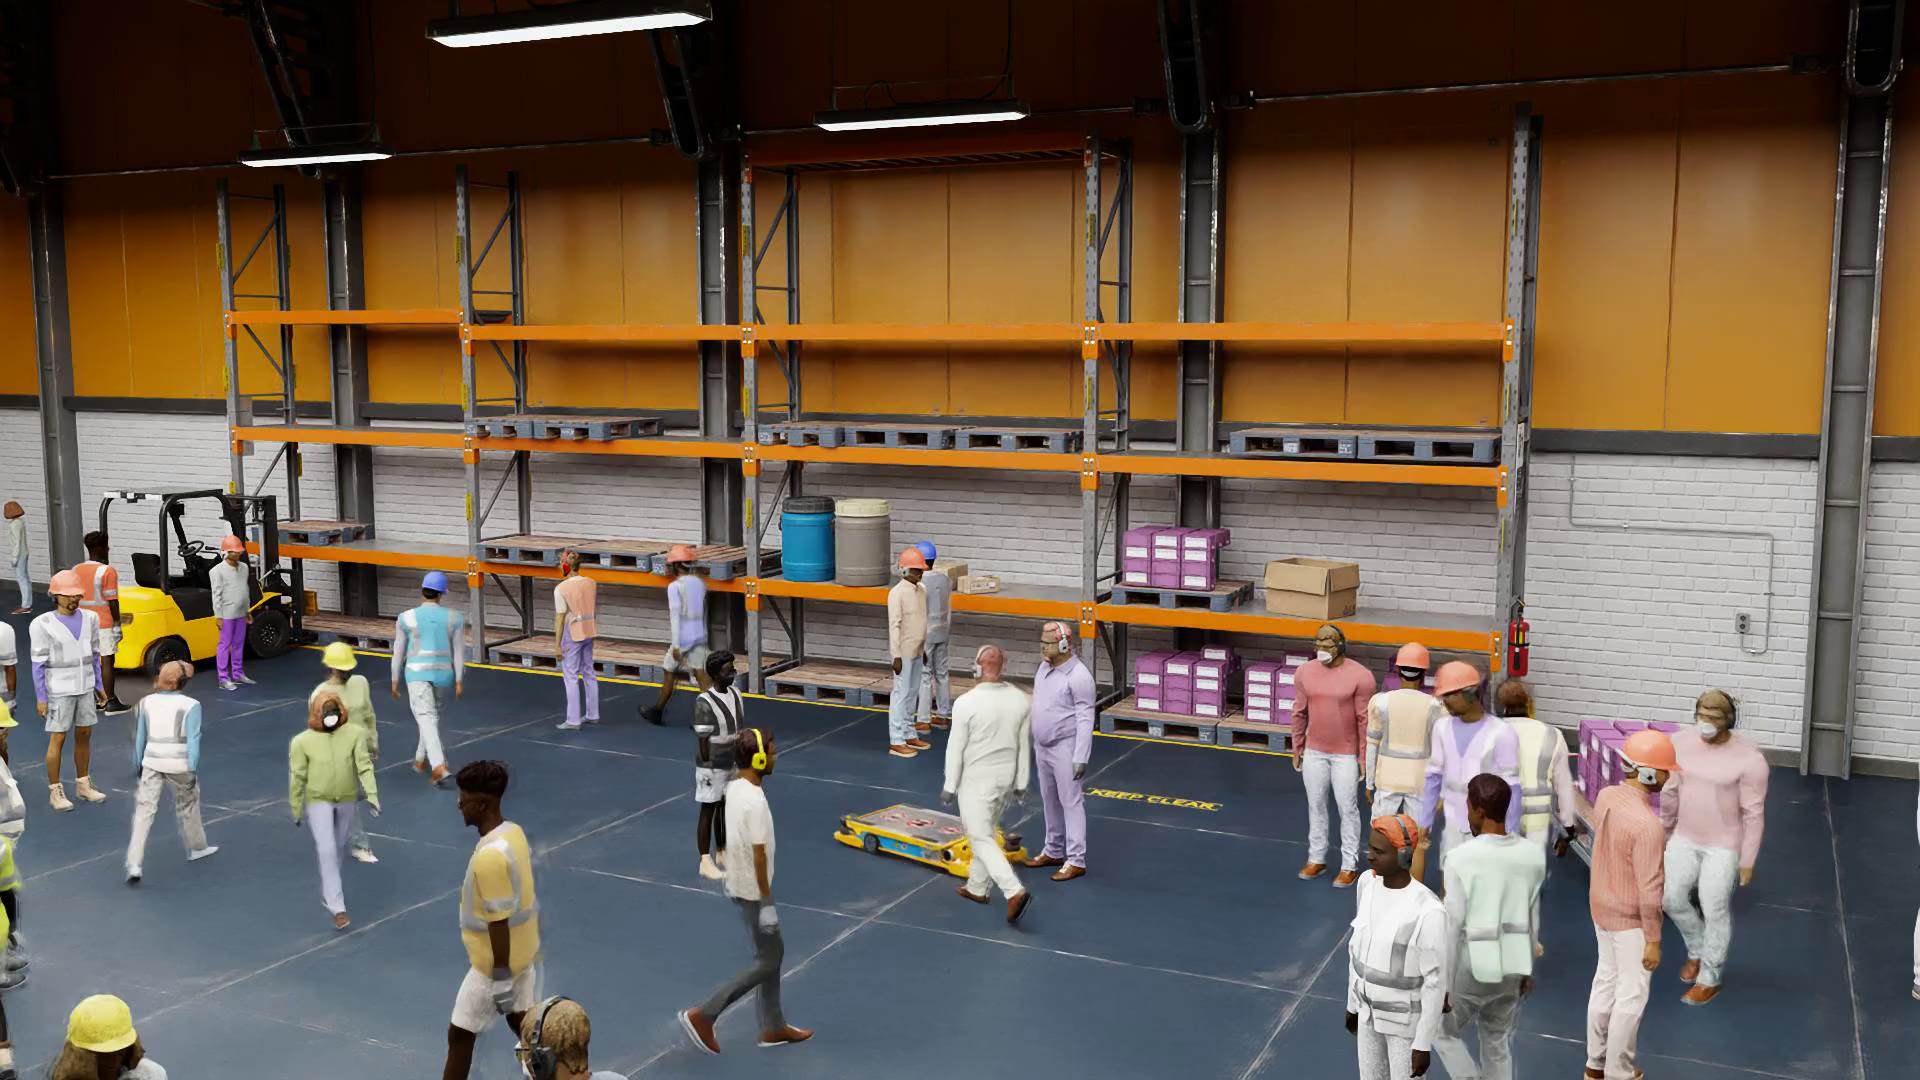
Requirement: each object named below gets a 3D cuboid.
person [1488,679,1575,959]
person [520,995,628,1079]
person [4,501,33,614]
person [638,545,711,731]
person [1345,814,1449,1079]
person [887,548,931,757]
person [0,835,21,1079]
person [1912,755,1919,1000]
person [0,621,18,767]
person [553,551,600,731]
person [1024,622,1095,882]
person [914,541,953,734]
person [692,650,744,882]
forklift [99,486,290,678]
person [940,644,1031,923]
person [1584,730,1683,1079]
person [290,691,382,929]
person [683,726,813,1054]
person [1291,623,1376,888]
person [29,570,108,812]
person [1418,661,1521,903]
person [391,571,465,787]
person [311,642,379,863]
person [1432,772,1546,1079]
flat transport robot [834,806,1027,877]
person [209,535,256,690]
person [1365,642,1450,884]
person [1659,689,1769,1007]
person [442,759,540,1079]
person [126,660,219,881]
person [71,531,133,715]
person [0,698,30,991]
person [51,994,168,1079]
[{"bbox_3d":[3.560,1.803,10.597,0.737,1.822,0.429,2,7,14],"label":"person"},{"bbox_3d":[-1.231,2.391,5.284,0.386,1.927,0.640,2,7,16],"label":"person"},{"bbox_3d":[-13.678,0.251,24.148,0.283,1.631,0.503,-2,7,-17],"label":"person"},{"bbox_3d":[-2.859,0.992,16.969,0.971,1.883,0.566,5,8,34],"label":"person"},{"bbox_3d":[1.926,2.148,7.457,0.355,1.883,0.575,-3,8,-24],"label":"person"},{"bbox_3d":[-0.475,1.064,15.952,0.396,1.992,0.623,3,8,24],"label":"person"},{"bbox_3d":[-5.188,2.097,8.651,0.363,1.684,0.549,5,9,37],"label":"person"},{"bbox_3d":[5.960,1.851,9.916,0.574,1.882,0.356,-2,7,-17],"label":"person"},{"bbox_3d":[-8.305,1.314,14.072,0.604,1.955,0.395,-1,7,-10],"label":"person"},{"bbox_3d":[-3.901,1.024,16.954,0.384,1.835,0.563,4,8,29],"label":"person"},{"bbox_3d":[0.718,1.550,12.299,0.402,1.906,0.652,-4,8,-29],"label":"person"},{"bbox_3d":[-0.325,0.982,16.816,0.394,1.949,0.602,6,9,43],"label":"person"},{"bbox_3d":[-1.776,1.650,12.329,0.322,1.697,0.533,3,8,25],"label":"person"},{"bbox_3d":[-9.426,0.454,20.179,1.214,2.155,2.313,3,8,26],"label":"forklift"},{"bbox_3d":[0.224,1.665,11.466,0.635,1.883,0.849,-6,9,-41],"label":"person"},{"bbox_3d":[3.496,1.957,8.653,0.410,1.980,0.627,0,7,-3],"label":"person"},{"bbox_3d":[-4.236,1.819,11.320,0.517,1.591,0.818,-6,9,-42],"label":"person"},{"bbox_3d":[-1.170,1.954,9.220,0.695,1.843,0.547,-2,7,-18],"label":"person"},{"bbox_3d":[2.714,1.557,12.170,0.637,1.930,0.377,5,9,36],"label":"person"},{"bbox_3d":[-7.525,1.264,14.107,0.391,2.040,0.614,4,8,27],"label":"person"},{"bbox_3d":[3.184,1.756,10.300,0.385,1.997,0.683,-5,8,-36],"label":"person"},{"bbox_3d":[-4.755,1.241,14.963,0.628,1.892,0.991,-5,8,-34],"label":"person"},{"bbox_3d":[-4.741,1.597,12.664,0.624,1.731,0.564,4,8,30],"label":"person"},{"bbox_3d":[2.535,2.068,8.036,0.628,1.903,0.454,-3,8,-24],"label":"person"},{"bbox_3d":[-0.241,2.295,12.848,1.431,0.197,0.652,6,9,41],"label":"flat transport robot"},{"bbox_3d":[-8.281,0.816,18.986,0.342,1.751,0.563,2,7,17],"label":"person"},{"bbox_3d":[3.051,1.654,11.387,0.549,1.925,0.391,2,7,15],"label":"person"},{"bbox_3d":[4.462,1.828,9.946,0.437,1.922,0.654,-5,9,-36],"label":"person"},{"bbox_3d":[-2.420,2.035,8.206,0.937,1.921,0.622,0,7,-2],"label":"person"},{"bbox_3d":[-5.929,1.699,12.393,0.565,1.582,0.896,1,7,7],"label":"person"},{"bbox_3d":[-9.127,0.876,17.623,0.607,1.966,0.373,3,7,20],"label":"person"},{"bbox_3d":[-5.935,1.853,10.173,0.403,1.817,0.601,-3,8,-26],"label":"person"},{"bbox_3d":[-2.939,2.423,5.805,0.495,1.728,0.489,5,9,38],"label":"person"}]
